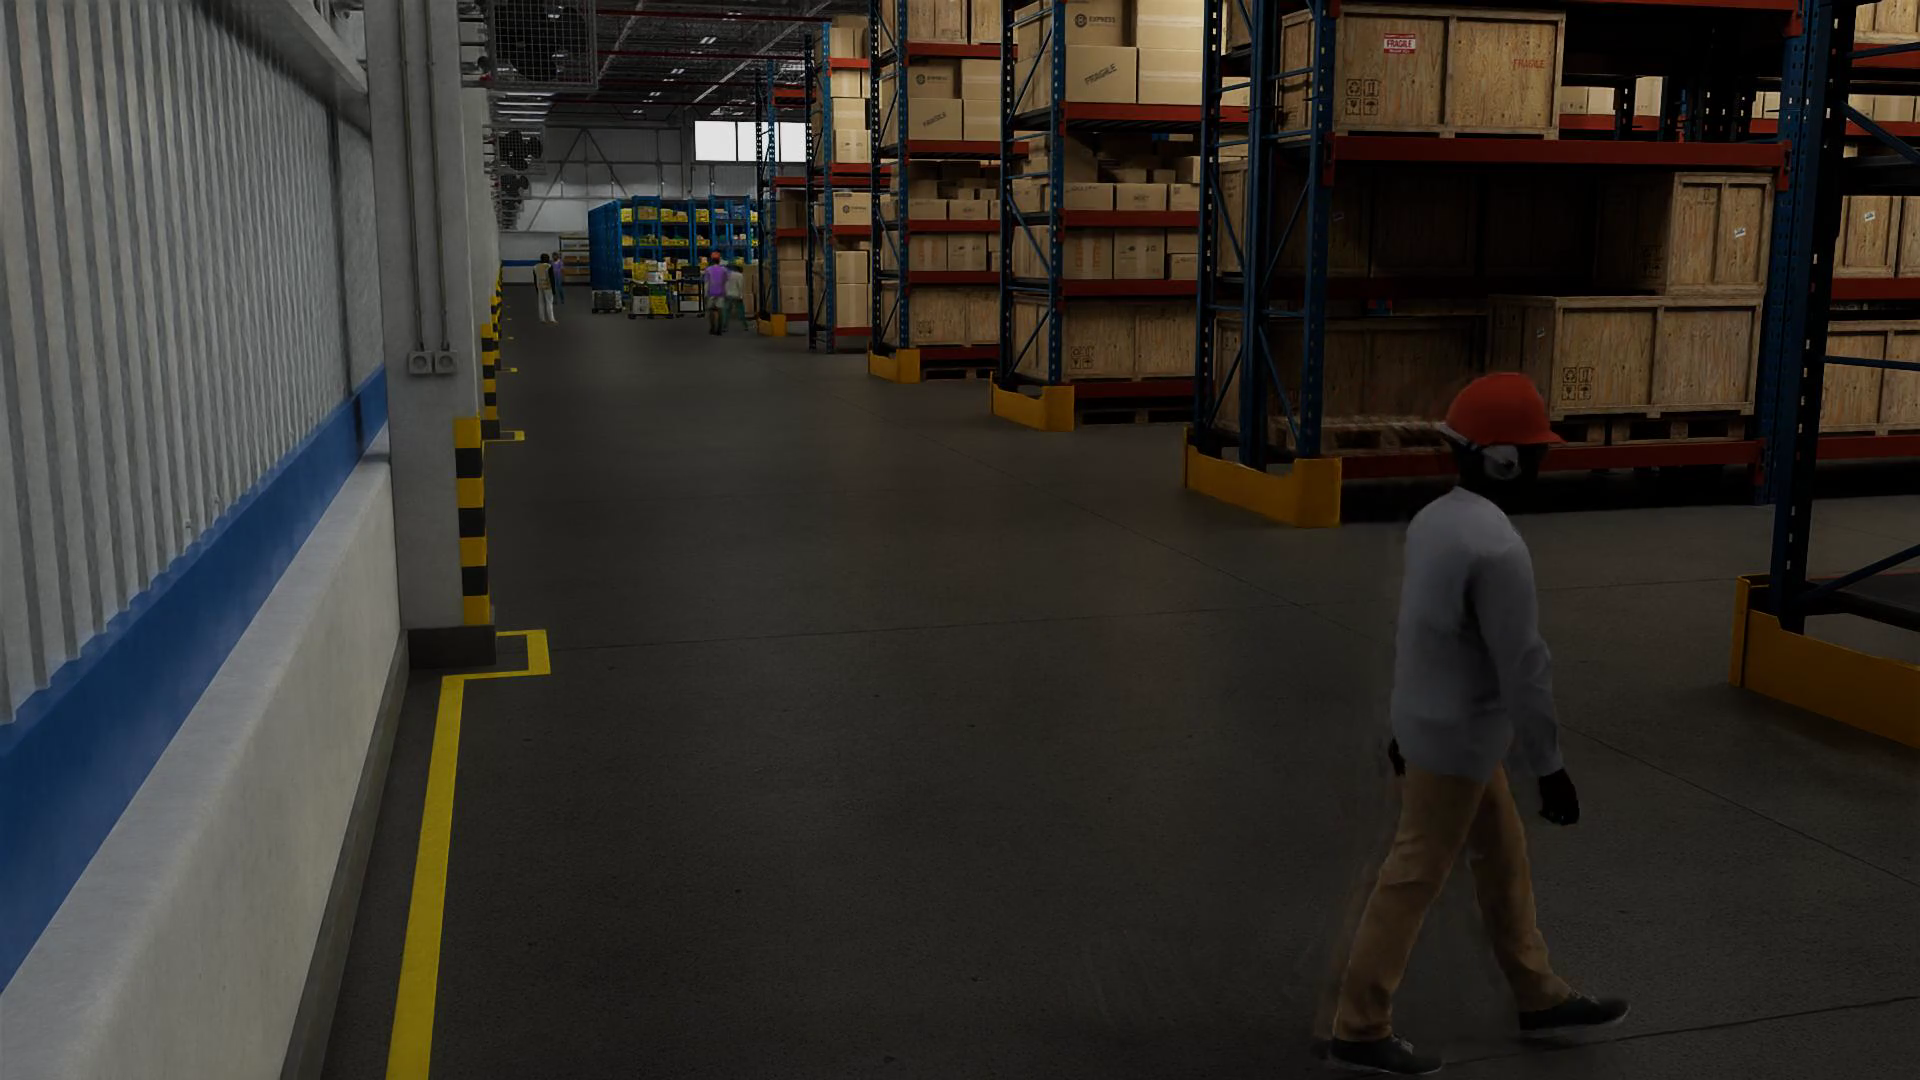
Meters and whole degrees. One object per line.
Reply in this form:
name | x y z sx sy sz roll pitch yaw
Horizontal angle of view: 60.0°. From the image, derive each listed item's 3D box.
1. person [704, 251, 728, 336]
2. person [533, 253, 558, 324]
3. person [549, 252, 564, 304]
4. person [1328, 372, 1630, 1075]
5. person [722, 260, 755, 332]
person | -5.574 -5.627 37.972 0.574 1.909 0.765 -4 11 -19
person | -10.804 -6.544 43.387 0.622 1.838 0.429 4 11 23
person | -14.163 -9.186 58.364 0.570 1.829 0.465 4 11 19
person | 1.312 0.466 4.016 0.859 1.719 0.570 1 10 5
person | -5.313 -5.799 39.567 0.589 1.691 0.910 8 13 37
